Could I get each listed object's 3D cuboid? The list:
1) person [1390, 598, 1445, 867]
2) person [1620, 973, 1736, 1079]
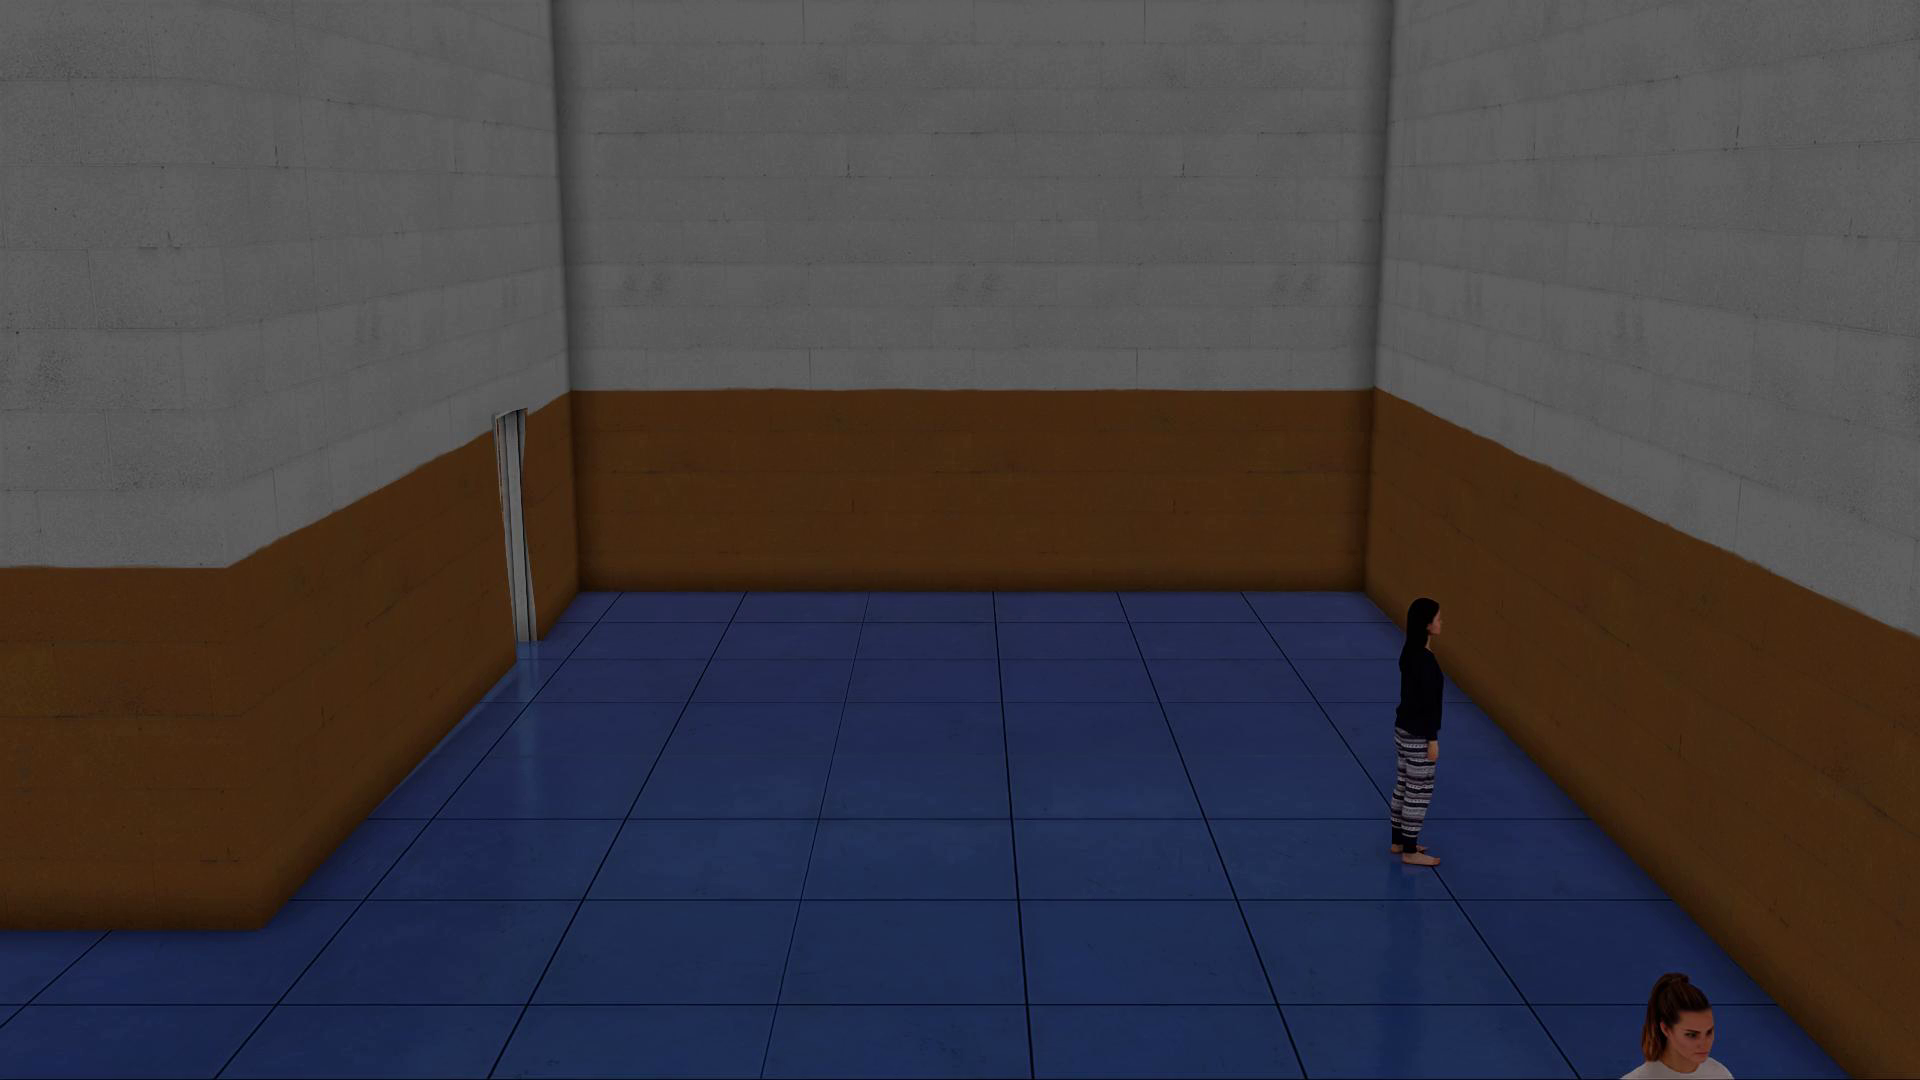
[{"bbox_3d":[2.920,1.210,10.634,0.532,1.735,0.616,-1,12,-5],"label":"person"},{"bbox_3d":[2.364,2.283,5.576,0.568,1.720,0.730,-4,12,-17],"label":"person"}]
